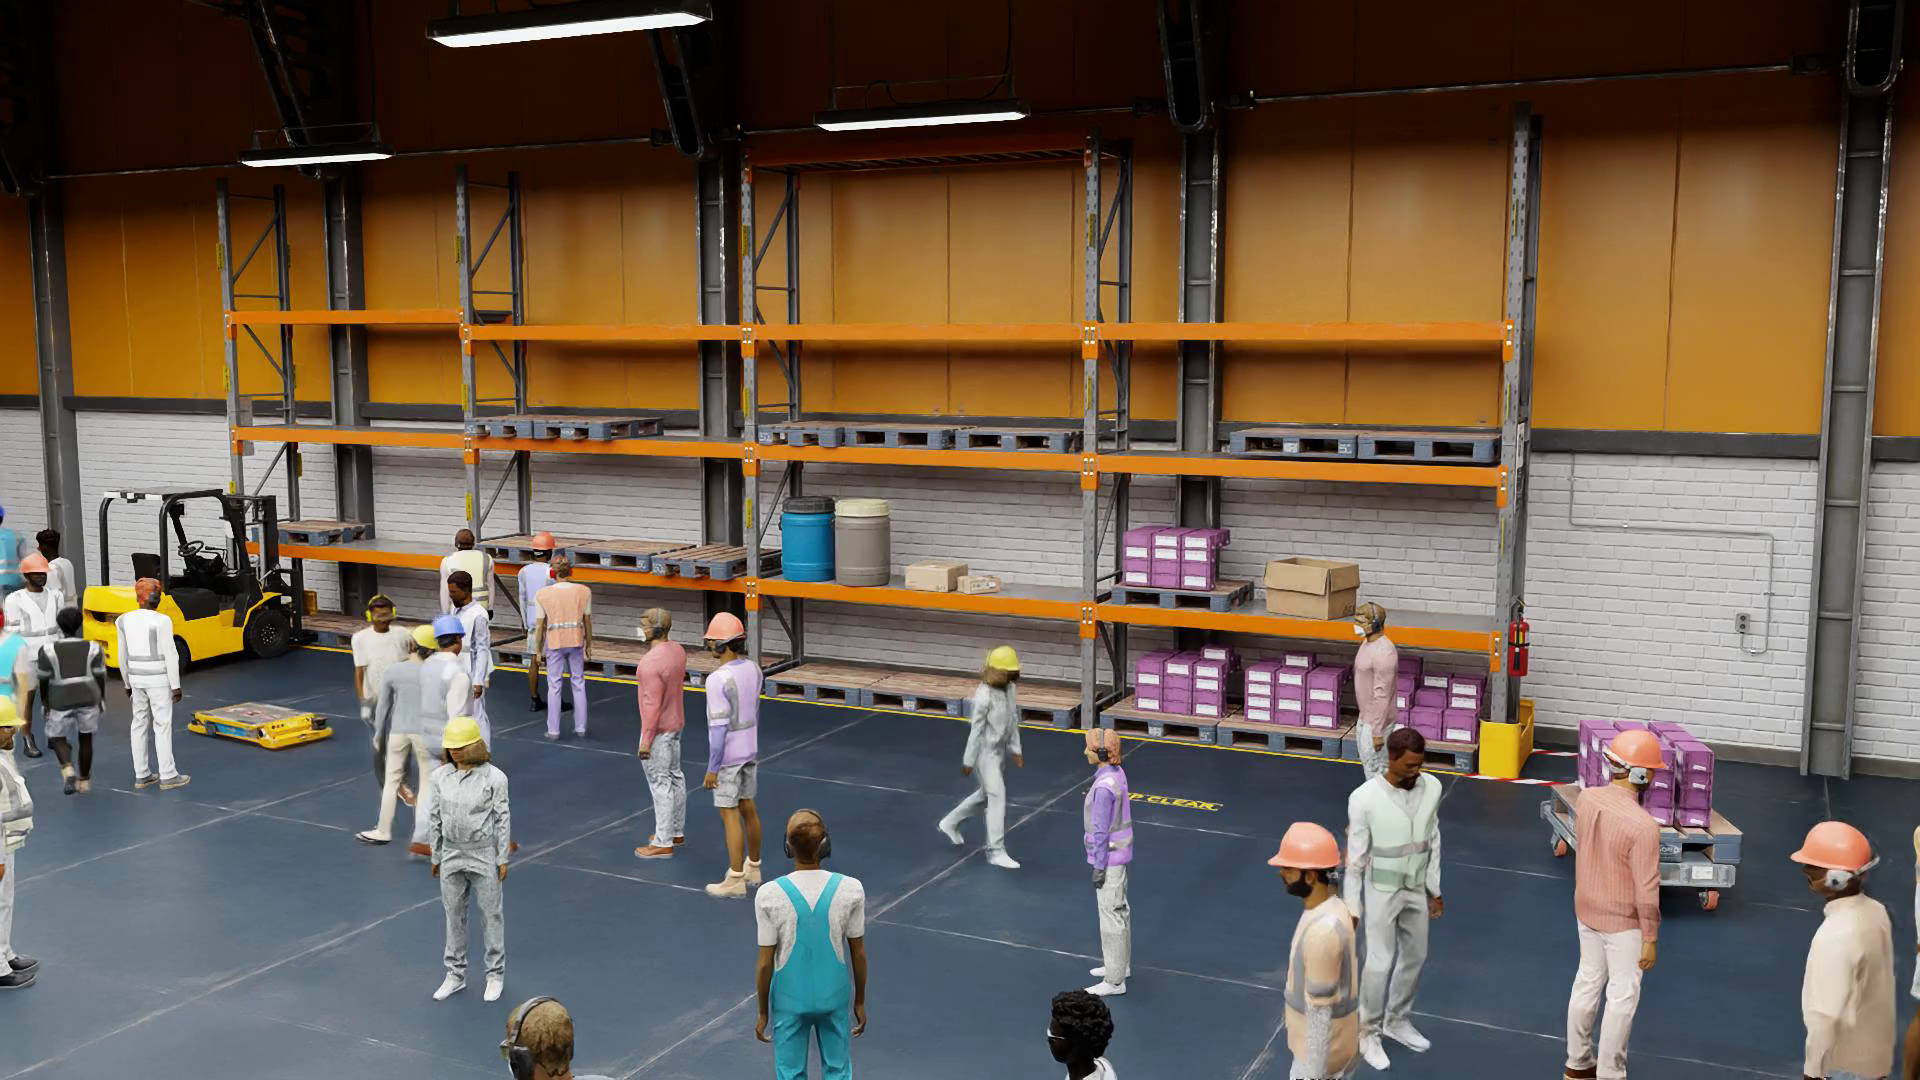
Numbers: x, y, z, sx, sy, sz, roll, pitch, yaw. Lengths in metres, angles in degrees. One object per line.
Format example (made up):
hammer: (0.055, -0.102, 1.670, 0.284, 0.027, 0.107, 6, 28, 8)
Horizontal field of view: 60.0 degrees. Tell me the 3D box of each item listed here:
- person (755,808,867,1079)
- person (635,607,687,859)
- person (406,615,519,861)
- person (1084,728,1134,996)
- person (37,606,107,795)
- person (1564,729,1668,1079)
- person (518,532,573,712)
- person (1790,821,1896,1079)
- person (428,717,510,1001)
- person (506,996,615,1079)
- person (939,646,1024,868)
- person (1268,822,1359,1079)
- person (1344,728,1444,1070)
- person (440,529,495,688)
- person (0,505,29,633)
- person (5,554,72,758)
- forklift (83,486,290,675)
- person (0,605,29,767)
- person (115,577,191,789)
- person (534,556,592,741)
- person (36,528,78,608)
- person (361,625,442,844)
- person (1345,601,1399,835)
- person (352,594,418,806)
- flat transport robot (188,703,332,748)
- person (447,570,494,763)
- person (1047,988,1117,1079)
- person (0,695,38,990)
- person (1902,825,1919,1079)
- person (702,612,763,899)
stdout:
person: (-0.685, 2.144, 7.649, 0.517, 1.841, 0.324, -2, 7, -13)
person: (-2.308, 1.472, 12.802, 0.360, 1.939, 0.635, 1, 7, 12)
person: (-3.857, 1.513, 12.687, 0.603, 1.894, 0.754, 6, 9, 41)
person: (0.902, 1.949, 10.153, 0.318, 1.631, 0.514, 1, 7, 12)
person: (-7.640, 1.411, 14.362, 0.542, 1.679, 0.519, -5, 8, -35)
person: (3.431, 1.956, 8.654, 0.410, 1.980, 0.624, -2, 7, -15)
person: (-4.416, 0.879, 17.711, 0.542, 1.938, 0.358, 2, 7, 18)
person: (3.815, 2.169, 6.967, 0.867, 1.965, 0.626, 6, 9, 42)
person: (-2.953, 1.911, 9.994, 0.492, 1.740, 0.325, 1, 7, 6)
person: (-1.289, 2.392, 5.276, 0.384, 1.928, 0.636, 4, 8, 27)
person: (0.150, 1.609, 12.648, 0.729, 1.704, 0.504, 4, 8, 28)
person: (1.592, 2.164, 7.151, 0.572, 1.921, 0.572, 2, 7, 13)
person: (2.357, 1.936, 9.151, 0.627, 1.896, 0.468, -3, 8, -25)
person: (-5.590, 0.786, 18.879, 0.623, 1.844, 0.429, -5, 8, -34)
person: (-12.055, 0.507, 20.858, 0.632, 1.921, 0.644, 5, 8, 34)
person: (-8.807, 1.094, 15.923, 0.351, 1.942, 0.545, 4, 8, 31)
forklift: (-9.426, 0.454, 20.179, 1.214, 2.155, 2.313, 3, 8, 26)
person: (-8.010, 1.405, 13.796, 0.587, 1.830, 0.524, 1, 7, 7)
person: (-7.154, 1.268, 14.724, 0.573, 1.884, 0.355, 2, 7, 14)
person: (-3.924, 1.078, 16.495, 0.563, 1.836, 0.383, -3, 8, -26)
person: (-9.682, 0.849, 17.856, 0.374, 1.963, 0.608, -1, 7, -12)
person: (-4.396, 1.539, 13.167, 0.702, 1.726, 0.409, 0, 7, 3)
person: (3.262, 1.440, 13.119, 0.376, 1.933, 0.625, 0, 7, 4)
person: (-4.847, 1.368, 14.070, 0.527, 1.839, 0.565, -4, 8, -27)
flat transport robot: (-7.018, 1.835, 16.645, 1.431, 0.197, 0.652, 4, 8, 33)
person: (-4.432, 1.217, 15.026, 0.392, 1.914, 0.587, -6, 9, -40)
person: (0.426, 2.426, 5.927, 0.319, 1.696, 0.532, 1, 7, 11)
person: (-5.905, 1.848, 10.207, 0.403, 1.819, 0.601, -4, 8, -29)
person: (5.011, 2.028, 8.294, 0.389, 1.926, 0.543, -2, 7, -19)
person: (-1.650, 1.532, 11.890, 0.396, 2.042, 0.610, 3, 8, 23)
